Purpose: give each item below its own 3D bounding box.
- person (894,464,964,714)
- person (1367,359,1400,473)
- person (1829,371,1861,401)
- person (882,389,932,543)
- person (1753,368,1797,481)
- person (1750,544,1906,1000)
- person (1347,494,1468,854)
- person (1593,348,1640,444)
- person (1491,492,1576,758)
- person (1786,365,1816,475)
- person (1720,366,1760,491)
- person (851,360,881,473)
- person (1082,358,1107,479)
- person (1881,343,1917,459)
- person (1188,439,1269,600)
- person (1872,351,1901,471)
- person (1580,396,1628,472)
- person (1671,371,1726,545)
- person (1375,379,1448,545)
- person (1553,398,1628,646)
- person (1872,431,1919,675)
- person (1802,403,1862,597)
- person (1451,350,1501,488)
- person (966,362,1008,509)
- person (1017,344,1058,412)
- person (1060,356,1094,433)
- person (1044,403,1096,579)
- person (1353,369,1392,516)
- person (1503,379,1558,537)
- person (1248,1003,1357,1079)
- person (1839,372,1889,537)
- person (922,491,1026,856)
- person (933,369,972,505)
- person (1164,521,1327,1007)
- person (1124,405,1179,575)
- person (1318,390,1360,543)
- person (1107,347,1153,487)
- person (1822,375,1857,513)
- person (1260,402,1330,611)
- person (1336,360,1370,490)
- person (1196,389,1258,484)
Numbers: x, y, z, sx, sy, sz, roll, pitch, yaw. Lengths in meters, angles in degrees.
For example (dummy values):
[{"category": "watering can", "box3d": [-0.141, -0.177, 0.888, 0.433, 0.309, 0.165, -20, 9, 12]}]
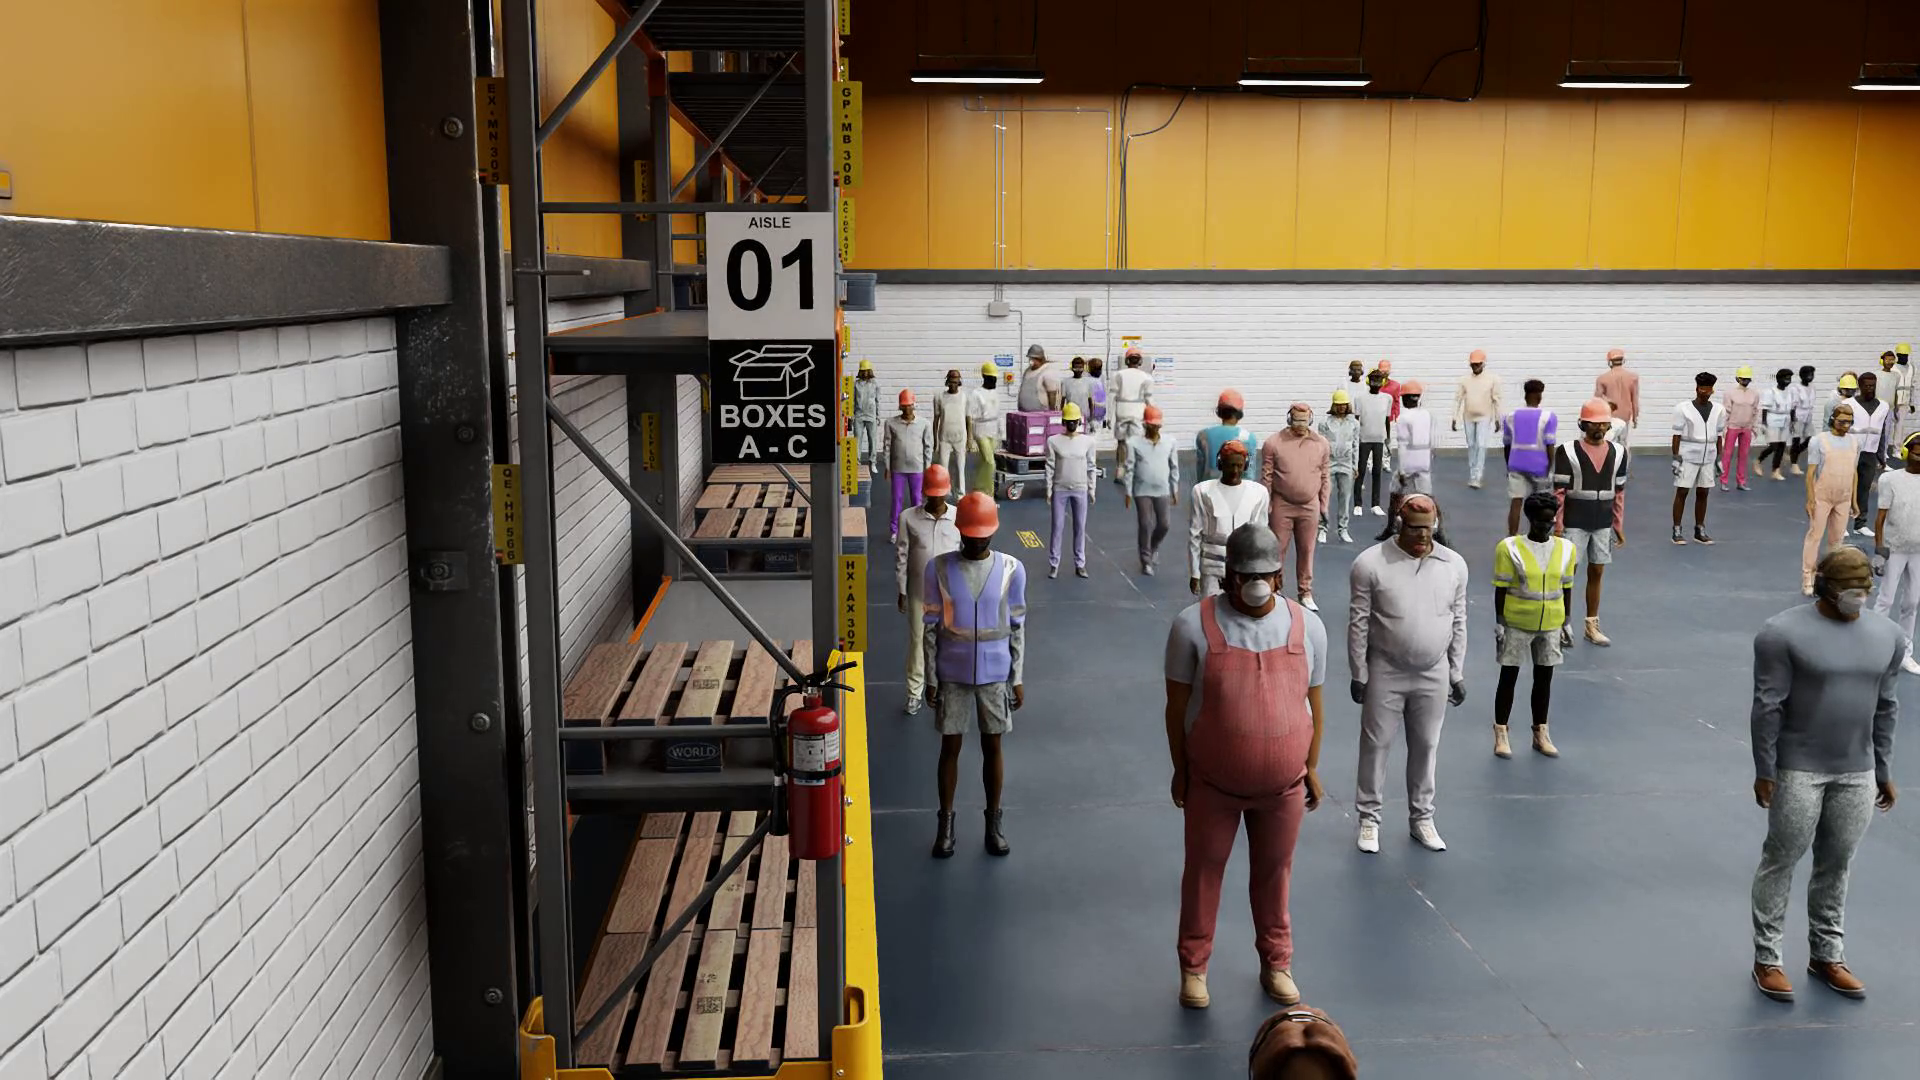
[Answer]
[{"category": "person", "box3d": [-0.173, 0.340, 11.507, 0.560, 1.743, 0.334, -1, 9, -4]}, {"category": "person", "box3d": [6.469, -1.890, 25.484, 0.560, 1.752, 0.326, -1, 9, -4]}, {"category": "person", "box3d": [12.945, -1.652, 24.347, 0.511, 1.641, 0.308, -1, 9, -4]}, {"category": "person", "box3d": [-0.599, -0.836, 18.861, 0.560, 1.752, 0.326, -1, 9, -4]}, {"category": "person", "box3d": [12.031, -1.704, 24.545, 0.550, 1.673, 0.433, -3, 10, -19]}, {"category": "person", "box3d": [3.629, 0.966, 6.985, 0.628, 1.935, 0.373, -1, 9, -4]}, {"category": "person", "box3d": [2.359, 0.701, 8.755, 0.639, 1.903, 0.409, -1, 9, -4]}, {"category": "person", "box3d": [9.590, -1.823, 24.379, 0.639, 1.966, 0.533, 1, 9, 6]}, {"category": "person", "box3d": [3.603, 0.531, 10.469, 0.532, 1.693, 0.319, -1, 9, -4]}, {"category": "person", "box3d": [12.787, -1.827, 25.315, 0.532, 1.685, 0.385, -3, 10, -20]}, {"category": "person", "box3d": [10.967, -1.561, 23.382, 0.522, 1.768, 0.312, -1, 9, -4]}, {"category": "person", "box3d": [-1.450, -1.893, 25.535, 0.484, 1.744, 0.295, -1, 9, -4]}, {"category": "person", "box3d": [1.986, -1.806, 24.757, 0.447, 1.815, 0.645, 6, 11, 32]}, {"category": "person", "box3d": [15.479, -2.289, 27.446, 0.584, 1.927, 0.367, -1, 9, -4]}, {"category": "person", "box3d": [1.902, 0.221, 11.810, 0.573, 1.887, 0.356, -1, 9, -4]}, {"category": "person", "box3d": [14.329, -1.999, 25.806, 0.510, 1.872, 0.329, -1, 9, -4]}, {"category": "person", "box3d": [7.593, -0.898, 19.675, 0.554, 1.618, 0.433, 3, 10, 18]}, {"category": "person", "box3d": [8.311, -0.919, 18.742, 0.602, 1.959, 0.371, -1, 9, -4]}, {"category": "person", "box3d": [5.075, -0.838, 18.495, 0.535, 1.889, 1.015, -4, 10, -23]}, {"category": "person", "box3d": [5.149, -0.137, 13.597, 0.605, 2.035, 0.384, -1, 9, -4]}, {"category": "person", "box3d": [7.186, 0.106, 12.620, 0.510, 1.861, 0.329, -1, 9, -4]}, {"category": "person", "box3d": [8.230, -0.373, 15.689, 0.505, 1.841, 0.346, -1, 9, -4]}, {"category": "person", "box3d": [7.325, -1.719, 23.733, 0.663, 1.960, 0.858, 6, 11, 33]}, {"category": "person", "box3d": [0.414, -1.354, 21.608, 0.710, 1.902, 0.600, 7, 11, 36]}, {"category": "person", "box3d": [1.227, -2.028, 25.449, 0.906, 2.000, 0.683, -5, 11, -31]}, {"category": "person", "box3d": [1.698, -1.740, 24.197, 0.510, 1.865, 0.329, -1, 9, -4]}, {"category": "person", "box3d": [1.105, -0.491, 16.662, 0.522, 1.768, 0.312, -1, 9, -4]}, {"category": "person", "box3d": [5.201, -1.229, 20.989, 0.510, 1.865, 0.329, -1, 9, -4]}, {"category": "person", "box3d": [6.213, -0.775, 18.083, 0.626, 1.878, 1.013, 7, 11, 37]}, {"category": "person", "box3d": [0.645, 1.702, 3.287, 0.511, 1.641, 0.308, -1, 9, -4]}, {"category": "person", "box3d": [10.475, -0.996, 19.353, 0.589, 1.919, 0.393, -1, 9, -4]}, {"category": "person", "box3d": [0.075, 0.699, 8.681, 0.542, 1.929, 0.368, -1, 9, -4]}, {"category": "person", "box3d": [-0.096, -1.263, 21.275, 0.505, 1.841, 0.346, -1, 9, -4]}, {"category": "person", "box3d": [1.198, 0.929, 6.881, 0.678, 2.000, 0.537, -1, 9, -4]}, {"category": "person", "box3d": [1.940, -0.517, 16.898, 0.584, 1.734, 0.474, -1, 9, -9]}, {"category": "person", "box3d": [4.292, -0.832, 18.876, 0.484, 1.744, 0.295, -1, 9, -4]}, {"category": "person", "box3d": [2.447, -1.767, 23.943, 0.643, 1.994, 0.635, 1, 9, 7]}, {"category": "person", "box3d": [11.264, -1.218, 21.229, 0.522, 1.768, 0.312, -1, 9, -4]}, {"category": "person", "box3d": [3.031, -0.296, 15.016, 0.639, 1.903, 0.409, -1, 9, -4]}, {"category": "person", "box3d": [5.559, -1.620, 23.502, 0.505, 1.846, 0.346, -1, 9, -4]}, {"category": "person", "box3d": [2.491, -0.399, 15.378, 0.619, 1.982, 1.077, 5, 10, 30]}]
